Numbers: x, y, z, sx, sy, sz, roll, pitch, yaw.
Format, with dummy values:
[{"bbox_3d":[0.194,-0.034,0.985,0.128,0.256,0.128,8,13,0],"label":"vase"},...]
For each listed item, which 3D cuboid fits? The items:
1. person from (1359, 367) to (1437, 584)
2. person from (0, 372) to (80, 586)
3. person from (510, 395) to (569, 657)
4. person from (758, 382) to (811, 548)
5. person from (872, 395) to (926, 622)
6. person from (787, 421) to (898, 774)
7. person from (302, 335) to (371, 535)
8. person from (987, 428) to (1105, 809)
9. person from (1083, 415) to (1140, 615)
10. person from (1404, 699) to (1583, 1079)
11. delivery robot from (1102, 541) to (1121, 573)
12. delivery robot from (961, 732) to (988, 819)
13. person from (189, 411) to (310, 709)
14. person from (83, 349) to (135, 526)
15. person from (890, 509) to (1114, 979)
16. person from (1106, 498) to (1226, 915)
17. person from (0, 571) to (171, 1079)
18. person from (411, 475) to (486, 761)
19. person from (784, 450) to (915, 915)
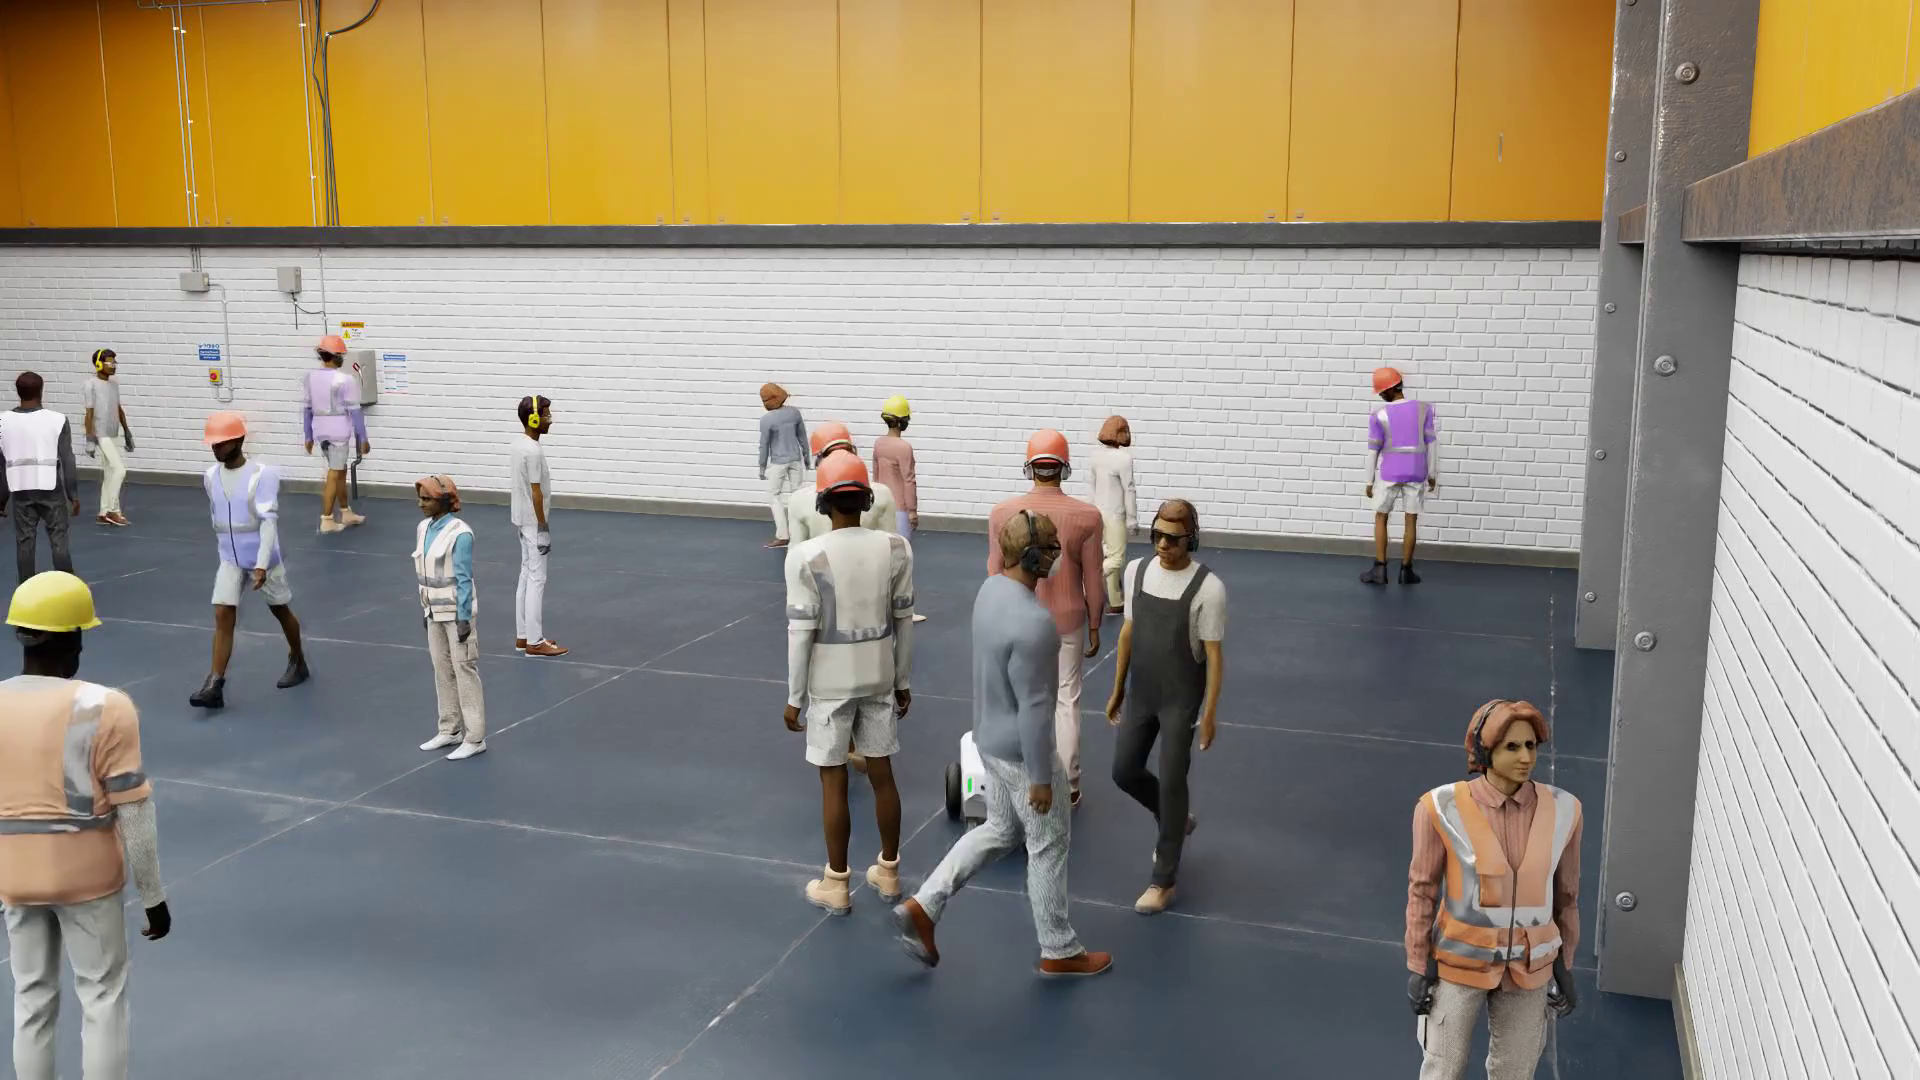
[{"bbox_3d":[3.775,-0.535,14.307,0.645,1.888,0.398,1,10,7],"label":"person"},{"bbox_3d":[-7.438,-0.391,13.403,0.622,1.909,0.437,-3,10,-14],"label":"person"},{"bbox_3d":[-3.039,-0.101,11.887,0.309,1.864,0.535,-6,11,-29],"label":"person"},{"bbox_3d":[-1.689,-0.741,16.211,0.626,1.609,0.309,-9,13,-40],"label":"person"},{"bbox_3d":[-0.485,-0.242,12.952,0.309,1.769,0.533,-7,12,-34],"label":"person"},{"bbox_3d":[-0.629,0.328,9.240,0.667,1.951,0.778,0,10,0],"label":"person"},{"bbox_3d":[-6.298,-1.084,16.989,0.627,2.009,0.843,4,11,24],"label":"person"},{"bbox_3d":[0.443,0.414,8.647,0.614,1.986,0.407,1,10,7],"label":"person"},{"bbox_3d":[1.124,-0.171,12.979,0.644,1.611,0.506,-5,11,-25],"label":"person"},{"bbox_3d":[1.545,1.258,4.852,0.519,1.645,0.307,-1,10,-4],"label":"person"},{"bbox_3d":[1.029,0.165,13.809,0.477,0.478,0.707,8,13,39],"label":"delivery robot"},{"bbox_3d":[0.181,1.148,8.276,0.477,0.478,0.707,0,10,-1],"label":"delivery robot"},{"bbox_3d":[-4.590,0.108,10.684,0.550,1.878,1.046,2,10,11],"label":"person"},{"bbox_3d":[-8.835,-1.062,17.361,0.587,1.848,0.530,1,10,4],"label":"person"},{"bbox_3d":[0.180,0.822,6.550,0.831,1.918,0.646,-3,10,-16],"label":"person"},{"bbox_3d":[0.924,0.705,7.426,0.560,1.836,0.568,8,13,39],"label":"person"},{"bbox_3d":[-2.836,1.054,5.237,0.636,1.919,0.399,0,10,0],"label":"person"},{"bbox_3d":[-2.927,0.436,9.523,0.508,1.631,0.312,10,14,43],"label":"person"},{"bbox_3d":[-0.499,0.620,7.329,0.613,2.039,0.393,-6,12,-30],"label":"person"}]
